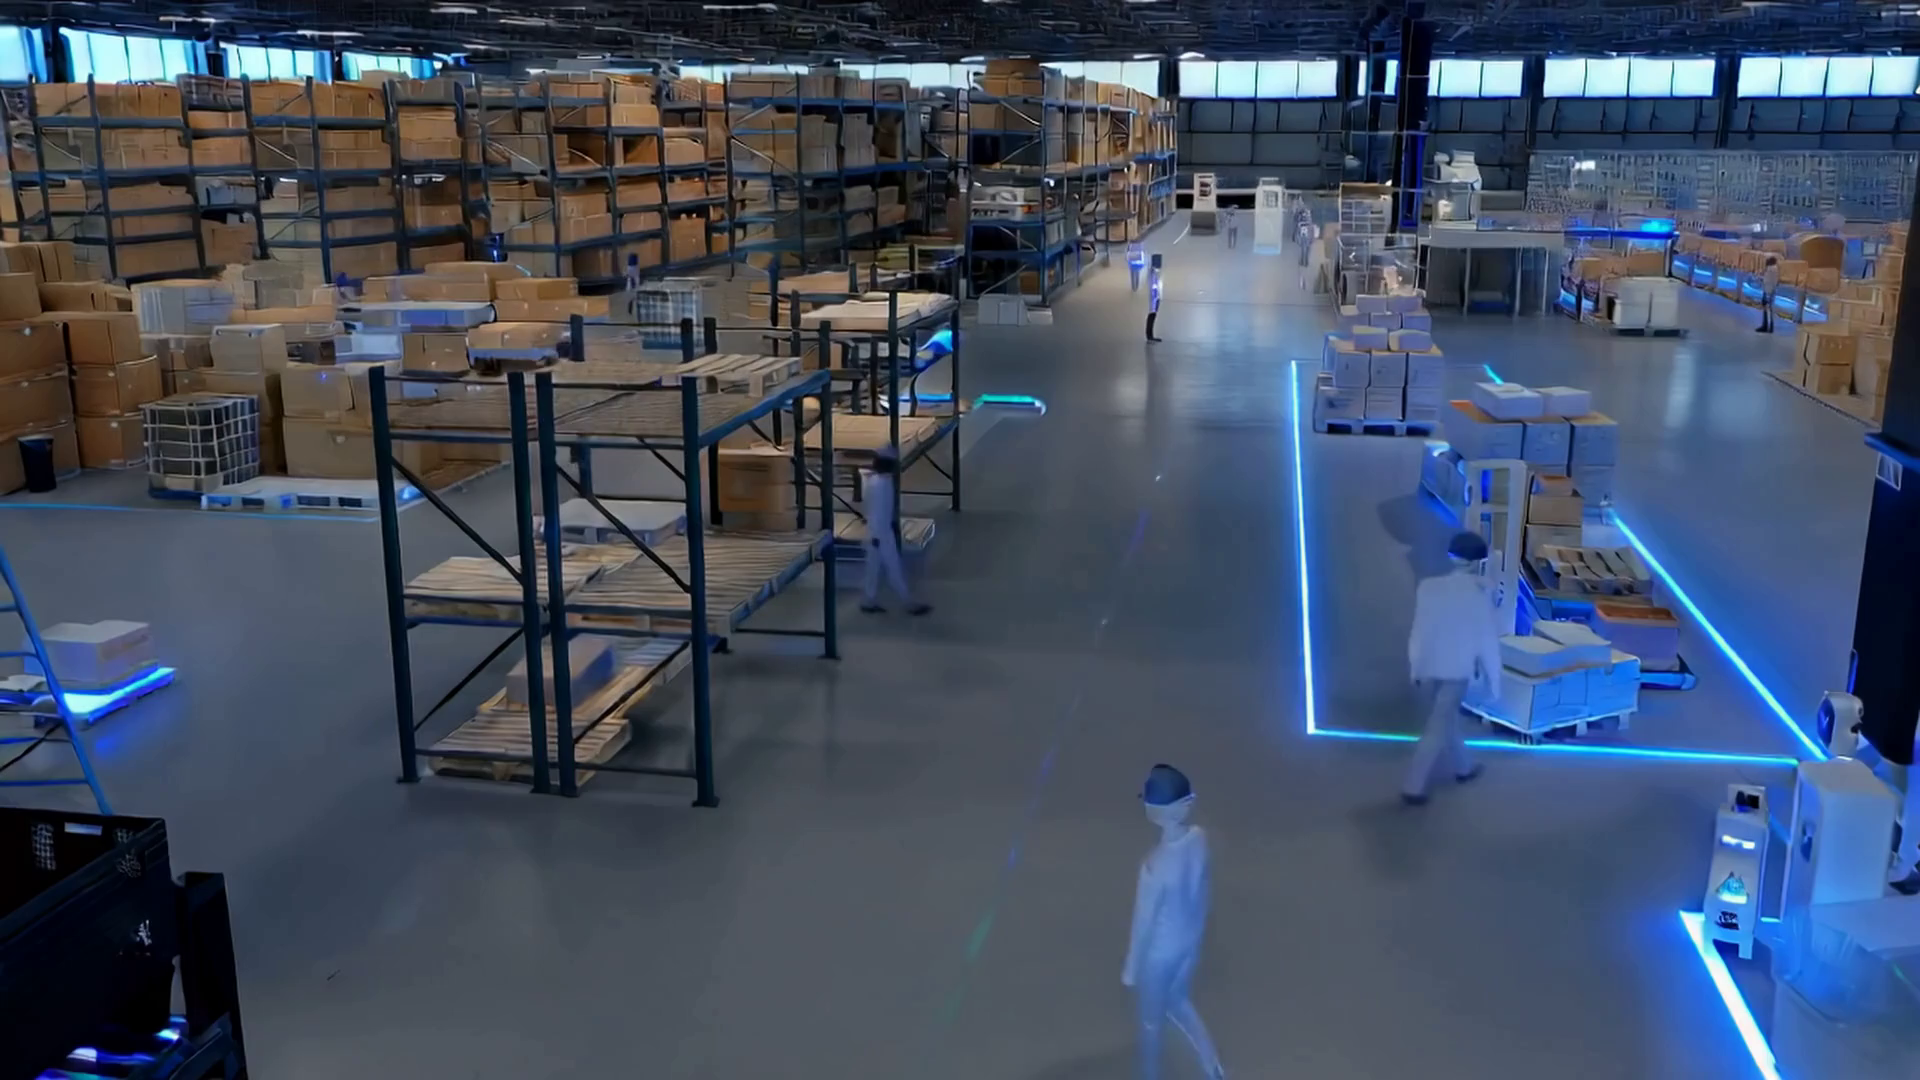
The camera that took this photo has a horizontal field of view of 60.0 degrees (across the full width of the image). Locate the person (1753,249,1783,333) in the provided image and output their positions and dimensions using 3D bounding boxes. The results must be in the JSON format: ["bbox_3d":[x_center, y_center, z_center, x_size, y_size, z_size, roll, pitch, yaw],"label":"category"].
[{"bbox_3d":[18.784,-5.778,38.624,0.374,1.928,0.542,-2,14,-8],"label":"person"}]

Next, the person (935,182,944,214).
[{"bbox_3d":[-1.226,-19.221,93.462,0.731,1.803,0.599,3,14,13],"label":"person"}]

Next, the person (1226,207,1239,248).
[{"bbox_3d":[10.905,-12.474,66.450,0.535,1.602,0.719,5,15,21],"label":"person"}]

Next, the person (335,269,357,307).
[{"bbox_3d":[-12.169,-4.462,33.300,0.609,1.917,0.557,1,14,2],"label":"person"}]

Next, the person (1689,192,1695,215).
[{"bbox_3d":[34.731,-15.736,79.059,0.618,1.932,1.087,-1,14,-3],"label":"person"}]

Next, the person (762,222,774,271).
[{"bbox_3d":[-6.277,-9.922,55.564,0.647,1.878,0.844,6,15,23],"label":"person"}]

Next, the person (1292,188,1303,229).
[{"bbox_3d":[16.144,-15.869,79.549,0.605,1.949,0.402,-7,15,-26],"label":"person"}]

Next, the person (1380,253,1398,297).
[{"bbox_3d":[10.601,-6.199,40.866,0.549,1.673,0.716,-12,18,-39],"label":"person"}]

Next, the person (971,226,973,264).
[{"bbox_3d":[0.625,-10.474,57.748,0.640,1.912,0.926,-13,19,-42],"label":"person"}]

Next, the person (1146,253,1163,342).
[{"bbox_3d":[4.315,-5.377,36.915,0.361,1.963,0.614,0,14,-1],"label":"person"}]

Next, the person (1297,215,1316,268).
[{"bbox_3d":[11.867,-10.239,57.002,0.602,1.801,0.852,2,14,9],"label":"person"}]

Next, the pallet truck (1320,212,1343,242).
[{"bbox_3d":[15.874,-13.227,70.310,0.680,1.201,1.601,10,17,35],"label":"pallet truck"}]

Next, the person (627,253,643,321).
[{"bbox_3d":[-7.926,-6.233,41.008,0.737,1.674,0.538,3,14,11],"label":"person"}]

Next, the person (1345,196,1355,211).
[{"bbox_3d":[20.503,-17.706,87.510,0.525,1.700,0.560,6,15,22],"label":"person"}]

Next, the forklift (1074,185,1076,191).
[{"bbox_3d":[6.645,-19.702,93.195,1.873,2.768,1.129,3,14,10],"label":"forklift"}]

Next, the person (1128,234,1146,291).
[{"bbox_3d":[5.198,-8.155,48.838,0.542,1.640,0.888,2,14,7],"label":"person"}]

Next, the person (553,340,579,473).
[{"bbox_3d":[-5.442,-1.834,22.821,0.637,1.820,0.515,7,16,27],"label":"person"}]

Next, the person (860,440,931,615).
[{"bbox_3d":[-0.620,-0.110,16.031,0.798,1.709,0.508,1,14,4],"label":"person"}]

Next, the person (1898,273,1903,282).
[{"bbox_3d":[20.418,-5.082,35.563,0.684,2.000,0.535,2,14,8],"label":"person"}]

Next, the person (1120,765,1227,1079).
[{"bbox_3d":[0.972,1.900,7.807,0.510,1.759,0.533,10,17,36],"label":"person"}]

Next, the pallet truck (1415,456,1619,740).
[{"bbox_3d":[4.504,0.400,13.395,0.823,1.965,1.885,-6,15,-23],"label":"pallet truck"}]

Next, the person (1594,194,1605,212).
[{"bbox_3d":[28.105,-14.279,73.225,0.443,1.893,0.651,10,17,34],"label":"person"}]

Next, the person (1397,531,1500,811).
[{"bbox_3d":[3.425,0.894,11.530,1.040,1.934,0.642,-8,16,-30],"label":"person"}]

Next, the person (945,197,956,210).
[{"bbox_3d":[-0.443,-16.599,82.648,0.544,1.897,0.992,3,14,10],"label":"person"}]

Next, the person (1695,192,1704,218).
[{"bbox_3d":[35.431,-15.909,79.935,0.565,1.840,0.390,-5,15,-19],"label":"person"}]

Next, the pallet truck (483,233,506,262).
[{"bbox_3d":[-11.832,-7.026,43.548,1.885,1.965,0.823,8,16,28],"label":"pallet truck"}]

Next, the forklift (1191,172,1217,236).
[{"bbox_3d":[10.899,-14.982,74.033,1.129,2.768,1.873,3,14,10],"label":"forklift"}]

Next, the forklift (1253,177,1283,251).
[{"bbox_3d":[12.083,-12.747,64.956,1.129,2.768,1.873,3,14,10],"label":"forklift"}]
